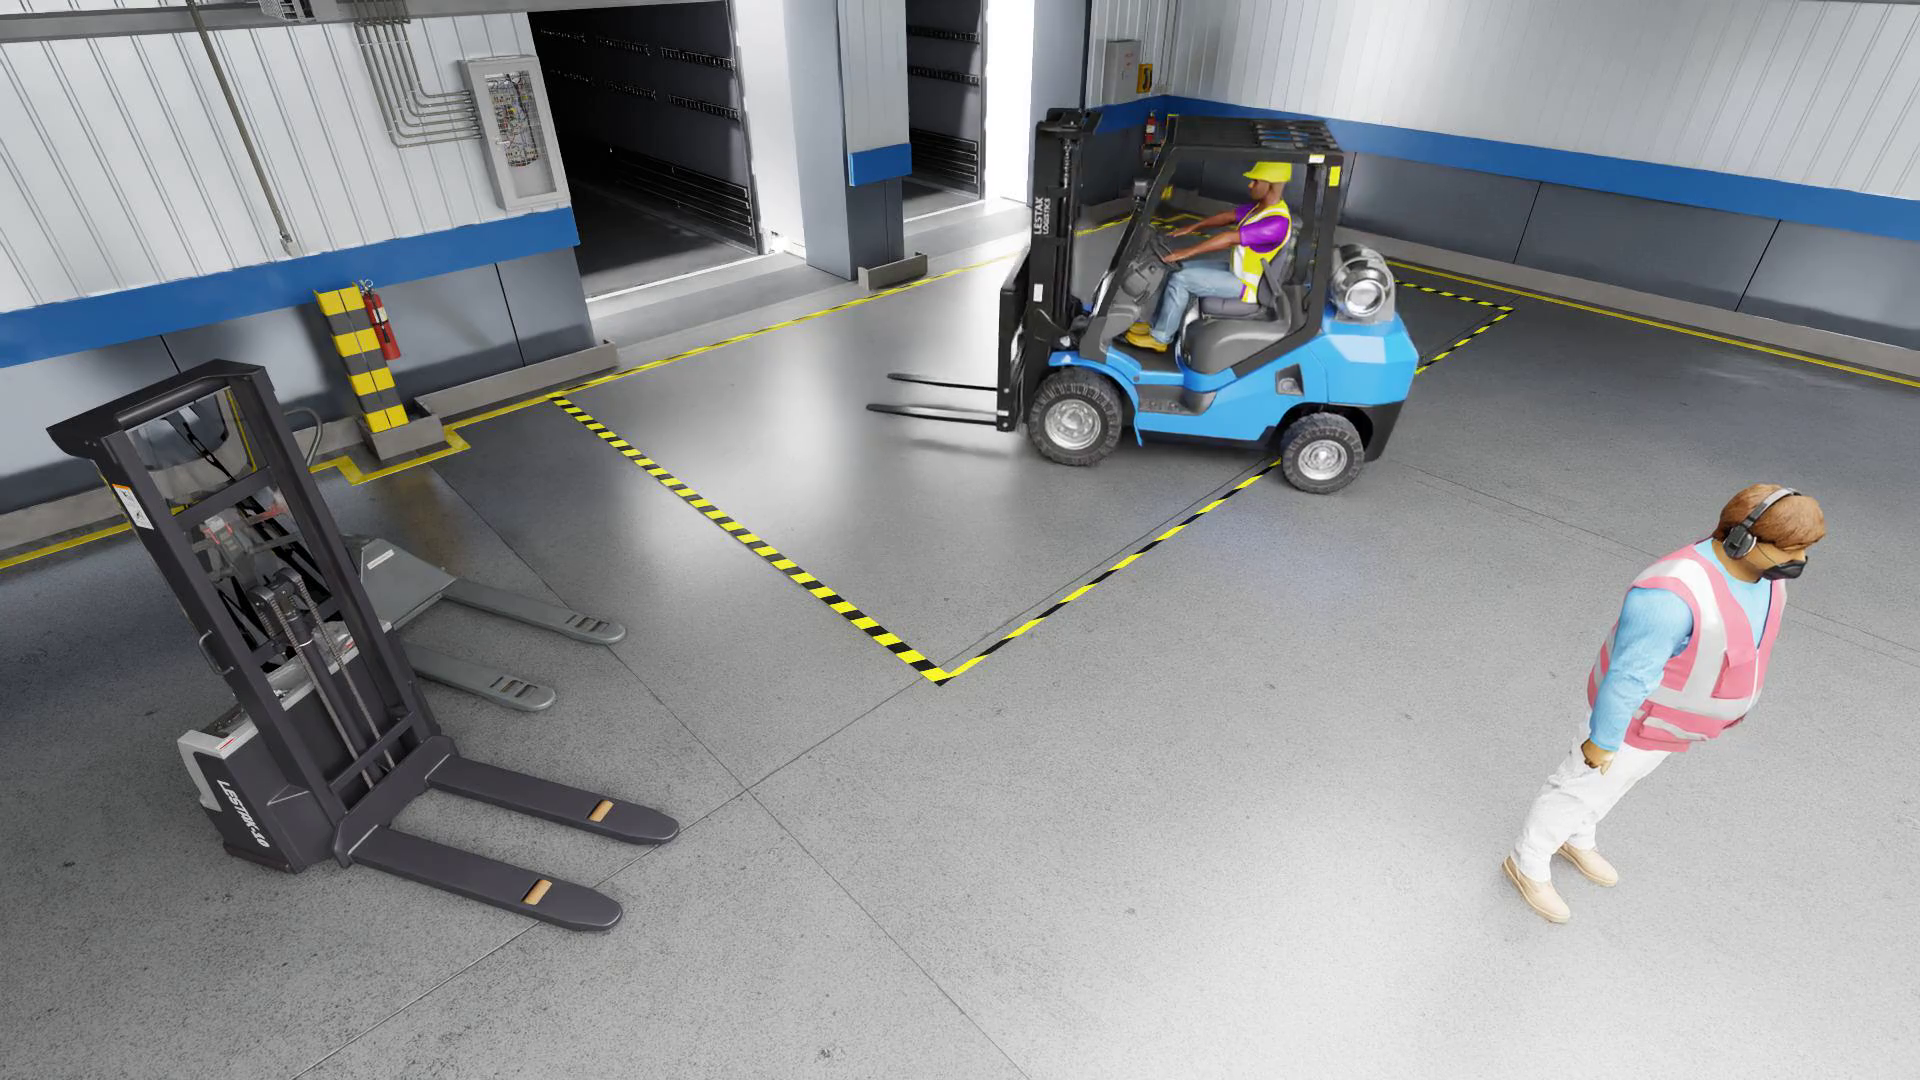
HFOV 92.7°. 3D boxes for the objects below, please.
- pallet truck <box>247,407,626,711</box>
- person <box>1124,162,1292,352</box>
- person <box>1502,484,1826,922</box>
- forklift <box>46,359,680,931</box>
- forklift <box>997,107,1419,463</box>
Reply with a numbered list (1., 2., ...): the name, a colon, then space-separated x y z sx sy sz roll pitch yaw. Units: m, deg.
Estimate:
1. pallet truck: -2.628 0.038 4.590 1.601 1.201 0.680 12 36 18
2. person: 1.631 -1.900 6.120 1.004 1.294 0.635 7 35 10
3. person: 2.433 0.609 3.216 0.630 1.842 0.429 -16 37 -22
4. forklift: -2.135 0.422 3.354 1.885 1.965 0.823 10 35 14
5. forklift: 1.687 -1.734 6.209 2.680 2.036 1.157 7 35 10
